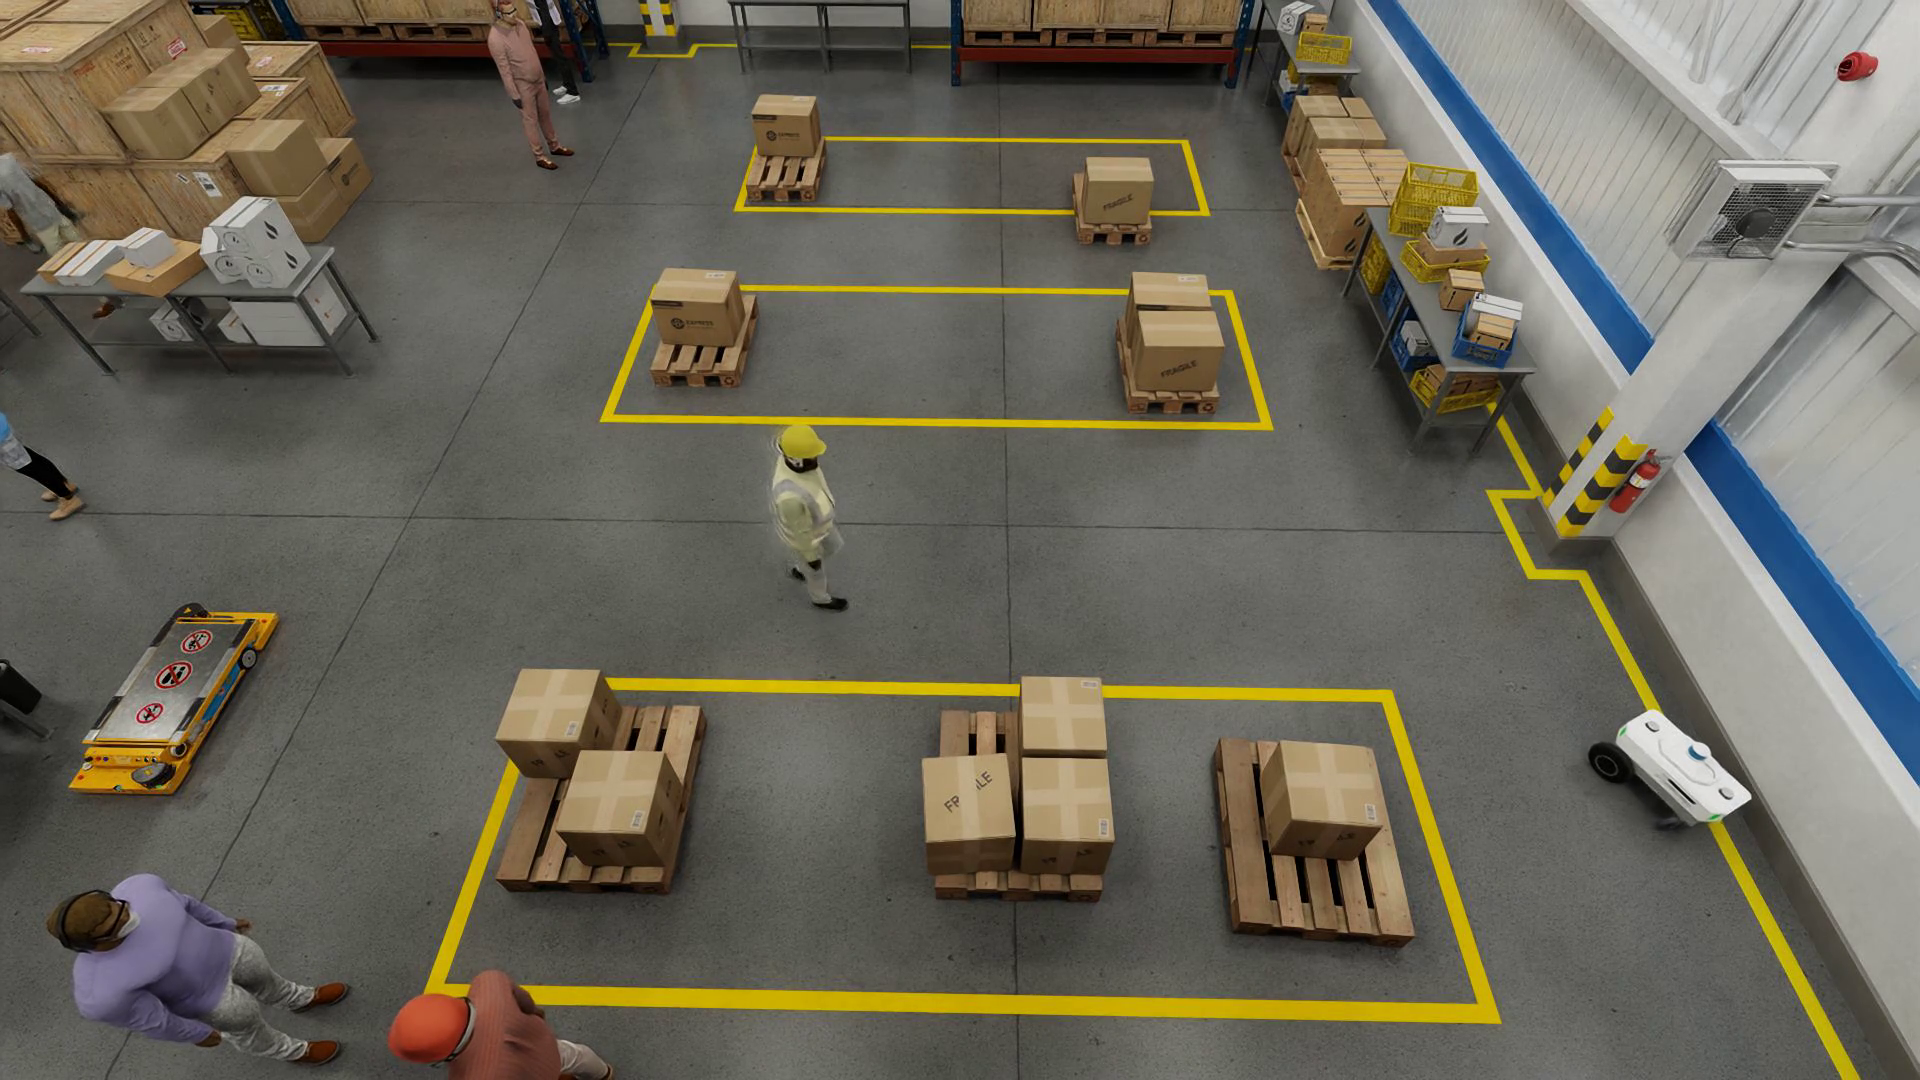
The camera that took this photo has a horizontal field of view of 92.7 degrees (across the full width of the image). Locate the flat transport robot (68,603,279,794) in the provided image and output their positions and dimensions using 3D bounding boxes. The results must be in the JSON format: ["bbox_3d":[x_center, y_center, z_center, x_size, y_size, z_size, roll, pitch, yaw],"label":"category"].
[{"bbox_3d":[-5.504,1.072,6.442,0.652,0.197,1.431,1,50,1],"label":"flat transport robot"}]

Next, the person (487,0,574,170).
[{"bbox_3d":[-5.110,-5.398,10.860,0.401,1.899,0.645,12,51,10],"label":"person"}]

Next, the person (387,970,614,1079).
[{"bbox_3d":[-2.012,2.425,4.176,0.391,1.992,0.623,-10,50,-8],"label":"person"}]

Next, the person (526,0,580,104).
[{"bbox_3d":[-5.415,-6.767,12.004,0.391,1.920,0.593,-18,52,-15],"label":"person"}]

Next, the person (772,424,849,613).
[{"bbox_3d":[-1.058,-0.107,6.432,0.412,1.815,0.605,3,50,2],"label":"person"}]

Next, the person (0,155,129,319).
[{"bbox_3d":[-8.909,-3.104,8.966,0.337,1.832,0.667,-1,50,-1],"label":"person"}]

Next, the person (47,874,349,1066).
[{"bbox_3d":[-3.659,2.127,4.464,0.358,1.938,0.636,-11,51,-9],"label":"person"}]

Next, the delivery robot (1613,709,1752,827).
[{"bbox_3d":[4.610,1.455,5.874,0.477,0.478,0.707,-21,53,-17],"label":"delivery robot"}]

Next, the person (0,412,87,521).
[{"bbox_3d":[-7.574,-0.835,7.126,0.318,1.697,0.540,-34,58,-25],"label":"person"}]
